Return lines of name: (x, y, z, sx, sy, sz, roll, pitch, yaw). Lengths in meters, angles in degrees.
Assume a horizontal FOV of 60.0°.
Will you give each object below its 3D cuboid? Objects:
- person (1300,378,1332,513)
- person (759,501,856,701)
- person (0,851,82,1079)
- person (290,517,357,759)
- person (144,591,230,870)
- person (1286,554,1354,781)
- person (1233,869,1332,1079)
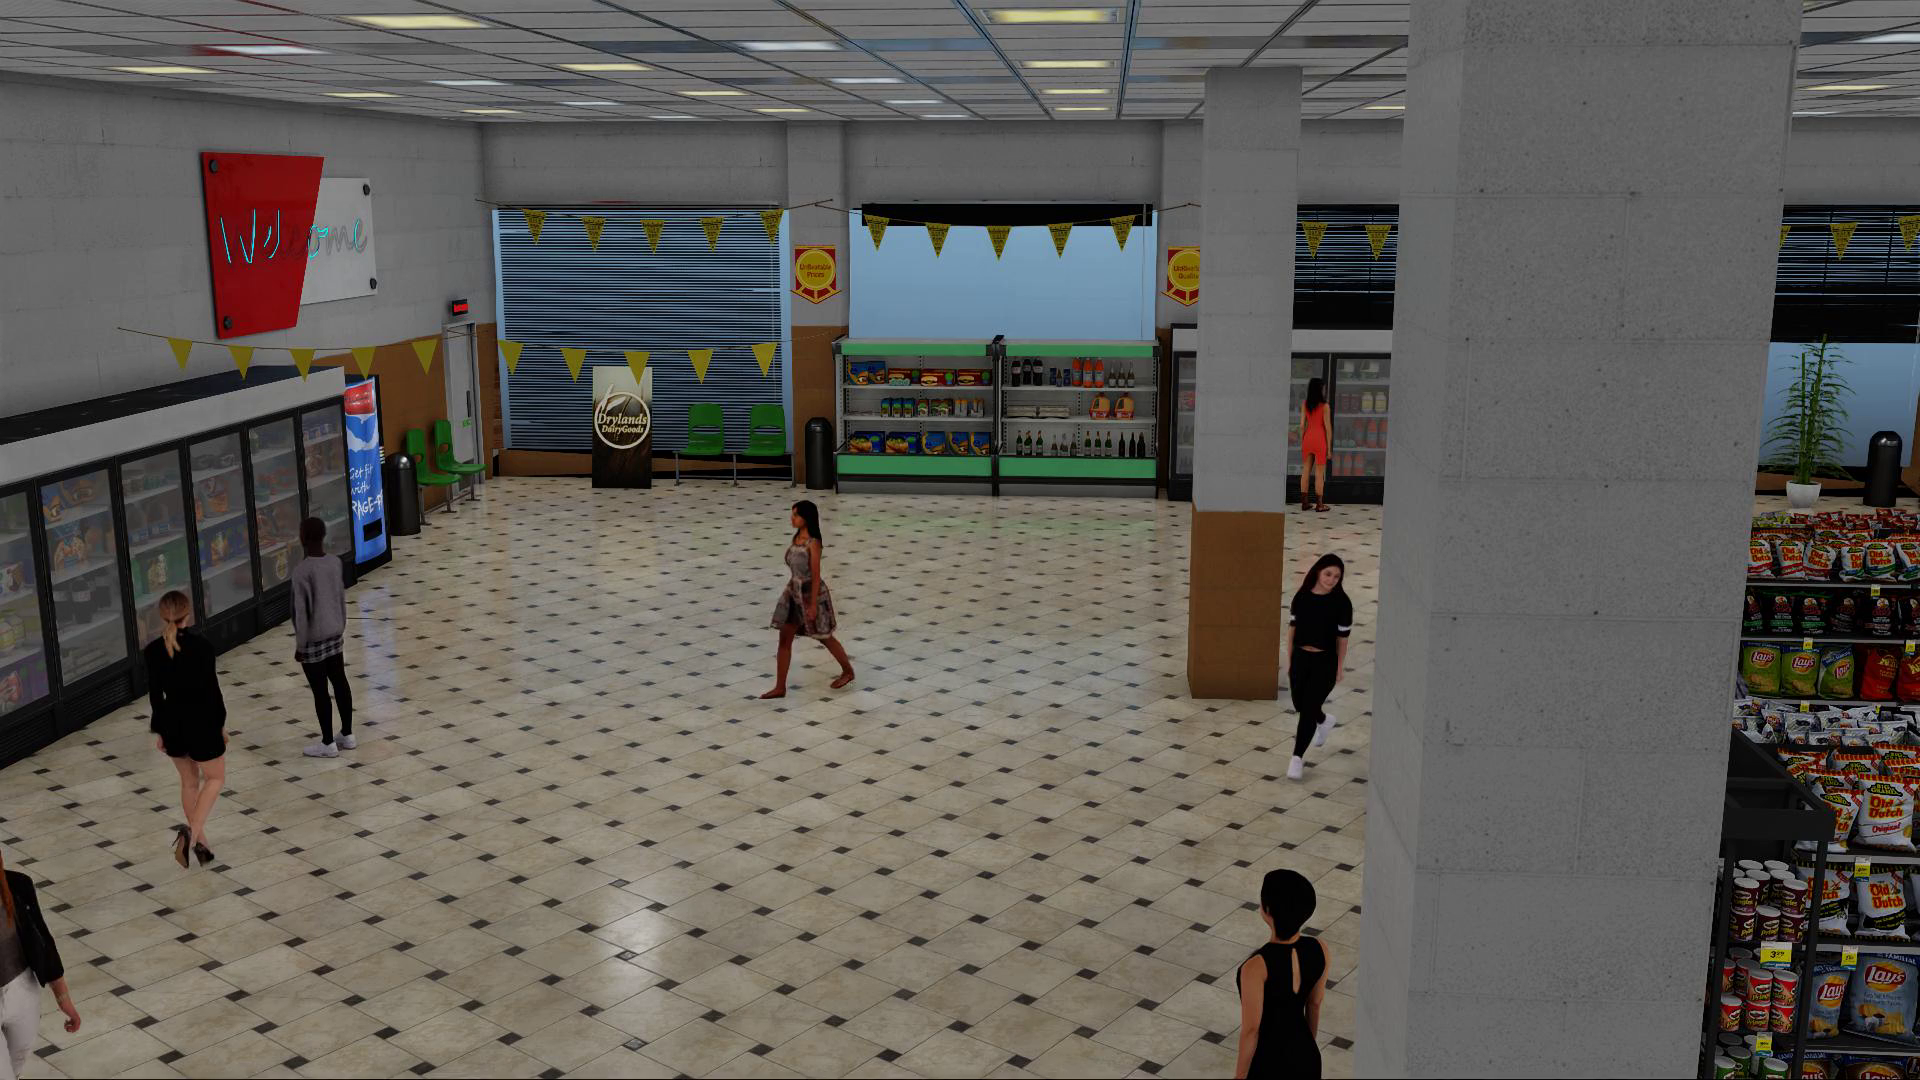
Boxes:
person: (4.580, -1.228, 21.442, 0.644, 1.719, 0.725, 11, 16, 42)
person: (-1.163, 0.499, 13.524, 1.157, 1.603, 1.058, -8, 15, -35)
person: (-3.918, 1.902, 6.701, 1.176, 1.668, 0.958, 8, 14, 33)
person: (-4.657, 0.703, 12.147, 0.620, 1.771, 0.674, 5, 13, 21)
person: (-4.600, 1.187, 9.904, 0.901, 1.748, 0.733, -1, 12, -5)
person: (2.537, 0.872, 11.732, 0.993, 1.610, 0.929, 8, 14, 34)
person: (1.217, 2.016, 6.316, 0.633, 1.604, 0.712, -8, 14, -34)
